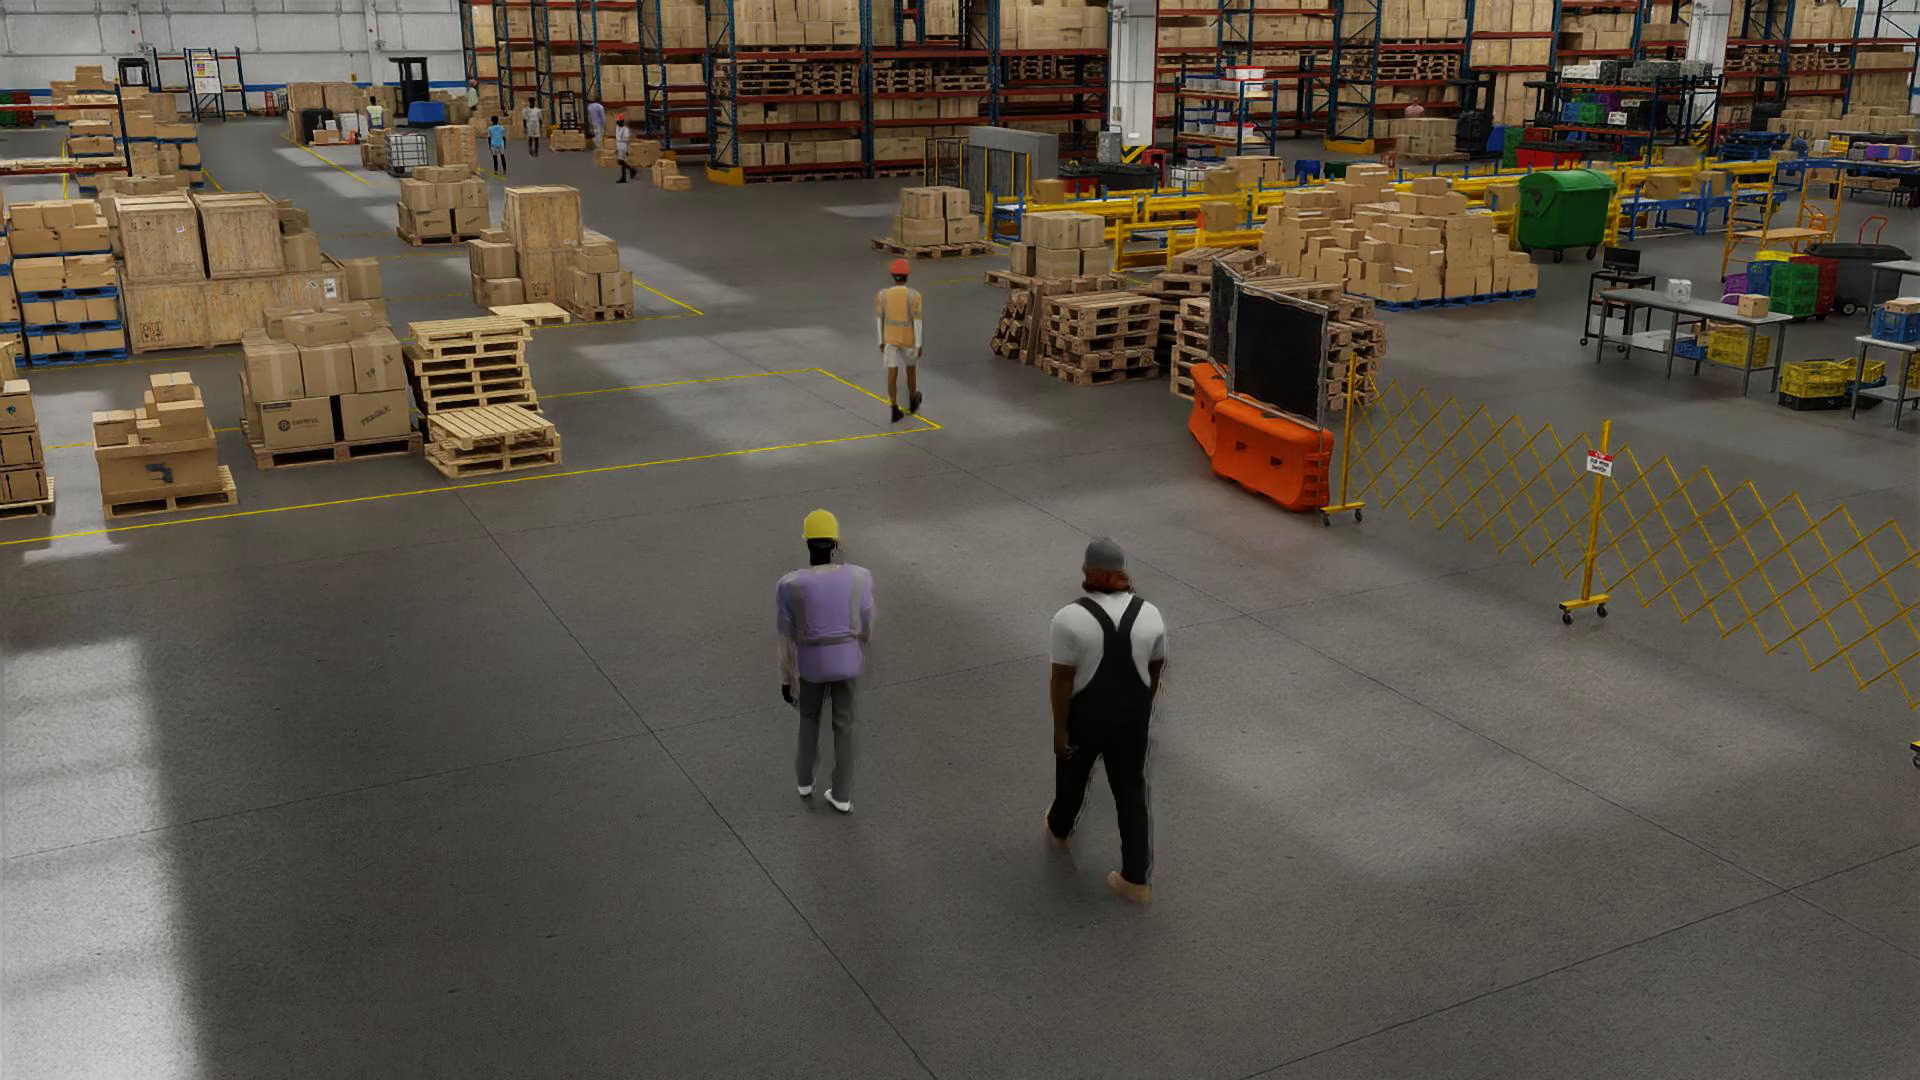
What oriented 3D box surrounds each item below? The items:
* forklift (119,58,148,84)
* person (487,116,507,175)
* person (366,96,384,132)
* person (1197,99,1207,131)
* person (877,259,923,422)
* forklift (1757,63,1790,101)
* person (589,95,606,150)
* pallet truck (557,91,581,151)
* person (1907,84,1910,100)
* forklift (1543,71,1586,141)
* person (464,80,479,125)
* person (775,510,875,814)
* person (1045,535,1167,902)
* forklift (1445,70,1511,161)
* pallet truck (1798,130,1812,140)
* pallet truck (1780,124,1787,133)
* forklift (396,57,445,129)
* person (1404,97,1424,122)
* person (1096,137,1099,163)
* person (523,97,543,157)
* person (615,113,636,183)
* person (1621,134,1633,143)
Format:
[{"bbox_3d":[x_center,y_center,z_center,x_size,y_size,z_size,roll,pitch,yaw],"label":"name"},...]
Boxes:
[{"bbox_3d":[-32.471,-17.572,65.617,1.129,2.768,1.873,-9,20,-26],"label":"forklift"},{"bbox_3d":[-13.624,-11.616,48.962,0.538,1.690,0.322,-9,20,-25],"label":"person"},{"bbox_3d":[-19.470,-13.818,55.465,0.383,1.916,0.591,16,24,41],"label":"person"},{"bbox_3d":[8.921,-15.515,61.213,0.512,1.616,0.380,-12,21,-32],"label":"person"},{"bbox_3d":[-0.693,-2.427,19.978,0.569,1.896,0.930,3,18,10],"label":"person"},{"bbox_3d":[29.213,-15.767,59.988,1.129,2.768,1.873,8,20,24],"label":"forklift"},{"bbox_3d":[-12.163,-13.971,55.918,0.634,1.940,0.376,11,21,31],"label":"person"},{"bbox_3d":[-13.495,-14.412,57.188,0.823,1.965,1.885,-3,18,-9],"label":"pallet truck"},{"bbox_3d":[39.067,-17.945,68.655,0.488,1.718,0.786,-9,20,-25],"label":"person"},{"bbox_3d":[18.685,-13.231,52.085,1.873,2.768,1.129,-9,20,-26],"label":"forklift"},{"bbox_3d":[-19.448,-17.324,66.339,0.636,1.949,0.691,-6,19,-18],"label":"person"},{"bbox_3d":[-0.825,0.722,10.154,0.606,1.900,0.584,-3,18,-10],"label":"person"},{"bbox_3d":[0.799,0.925,9.303,0.722,2.000,1.047,-5,18,-15],"label":"person"},{"bbox_3d":[16.729,-13.664,53.433,1.873,2.768,1.129,-9,20,-26],"label":"forklift"},{"bbox_3d":[25.526,-11.556,49.408,1.630,1.274,0.653,-9,20,-26],"label":"pallet truck"},{"bbox_3d":[25.206,-12.542,52.601,1.601,1.201,0.680,0,18,-2],"label":"pallet truck"},{"bbox_3d":[-21.856,-18.048,67.101,1.873,2.768,1.129,13,22,36],"label":"forklift"},{"bbox_3d":[15.010,-13.684,55.060,0.642,1.913,0.409,4,18,11],"label":"person"},{"bbox_3d":[3.669,-9.376,42.028,0.841,1.652,0.593,-11,21,-32],"label":"person"},{"bbox_3d":[-13.996,-13.549,54.572,0.642,1.945,0.523,-10,20,-28],"label":"person"},{"bbox_3d":[-9.423,-10.996,46.669,0.607,1.917,0.561,-15,23,-38],"label":"person"},{"bbox_3d":[19.655,-11.578,48.909,0.863,1.655,0.540,3,18,10],"label":"person"}]
